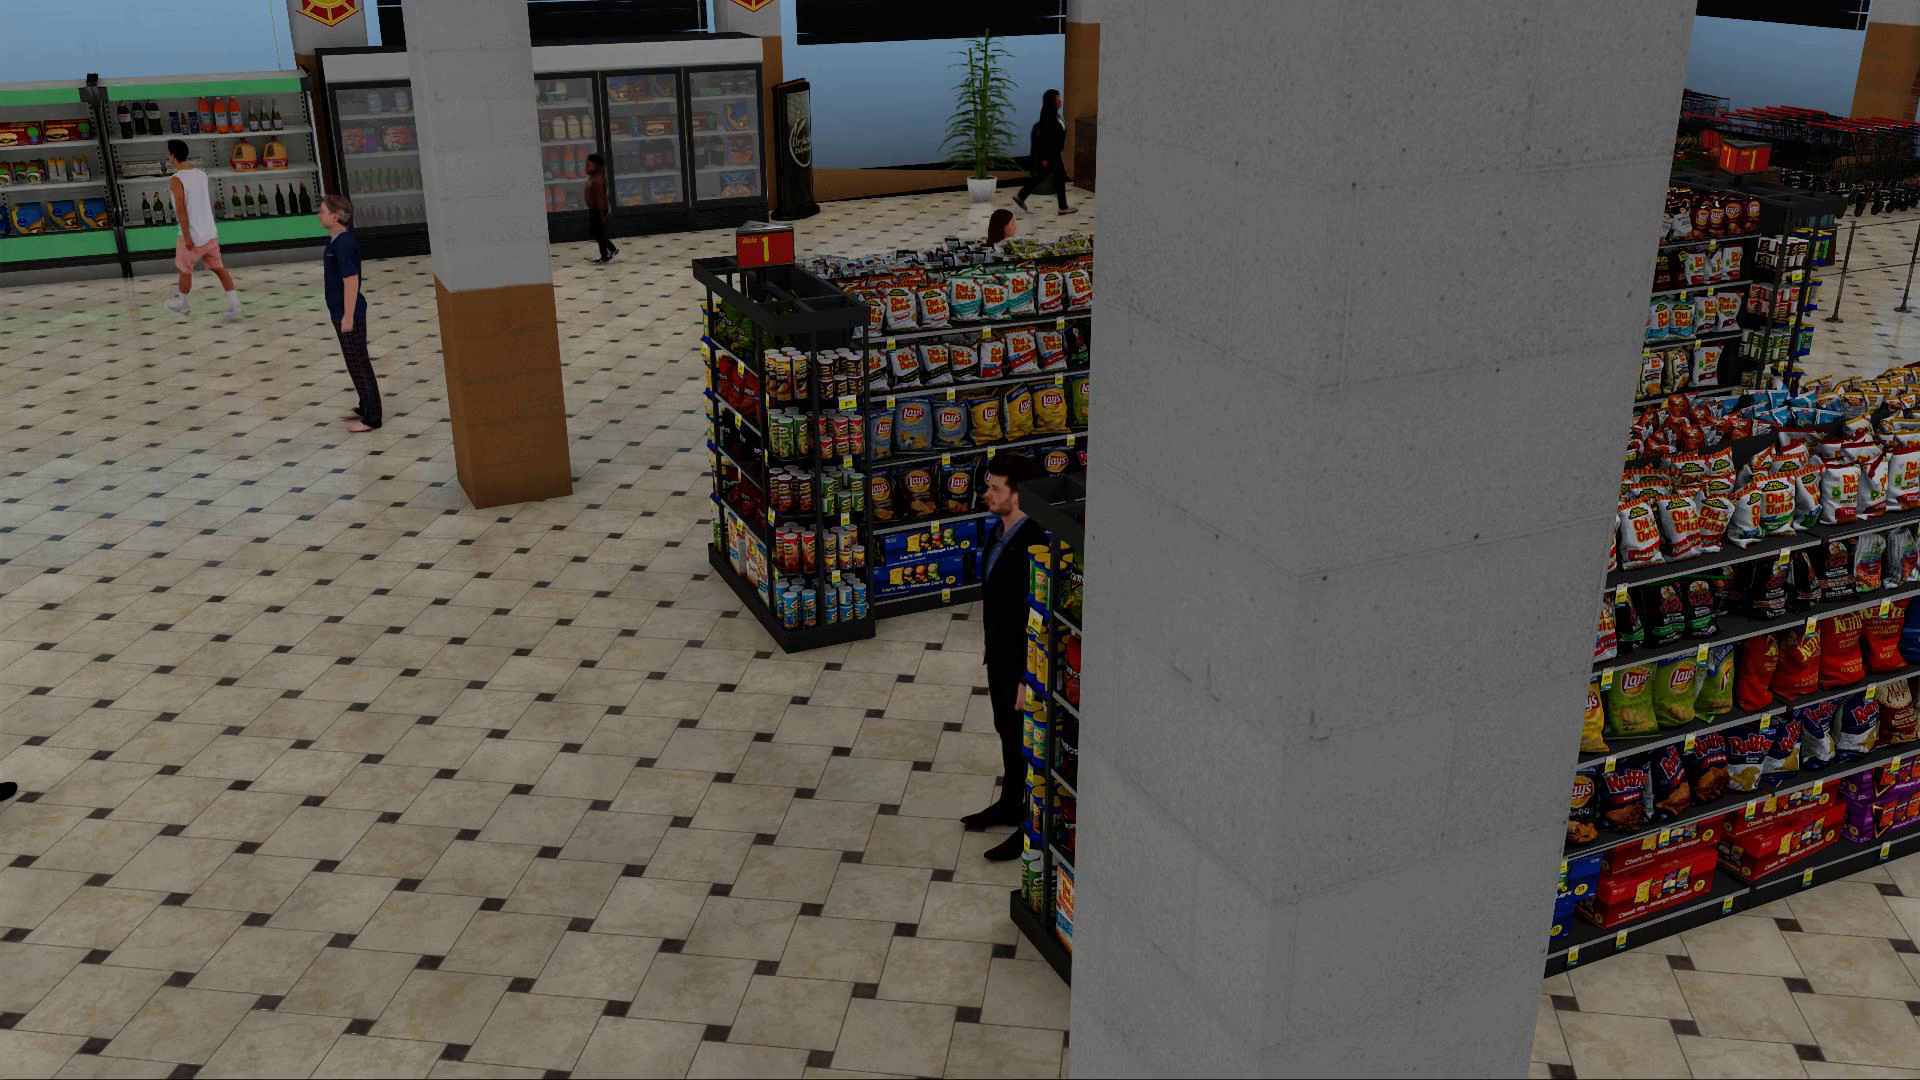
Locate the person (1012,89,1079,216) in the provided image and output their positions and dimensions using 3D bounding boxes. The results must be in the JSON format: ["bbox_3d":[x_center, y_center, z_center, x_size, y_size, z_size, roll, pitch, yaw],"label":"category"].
[{"bbox_3d":[1.076,-4.998,21.530,1.178,1.589,0.915,-1,22,-2],"label":"person"}]

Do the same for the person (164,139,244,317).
[{"bbox_3d":[-7.443,-3.008,16.380,1.180,1.737,1.136,9,23,20],"label":"person"}]

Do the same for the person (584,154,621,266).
[{"bbox_3d":[-4.045,-3.745,18.870,0.577,1.249,0.537,-8,23,-19],"label":"person"}]

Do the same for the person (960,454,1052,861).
[{"bbox_3d":[0.256,0.509,7.417,0.623,1.894,0.703,-8,23,-18],"label":"person"}]

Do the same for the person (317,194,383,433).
[{"bbox_3d":[-4.856,-1.809,13.217,0.522,1.871,0.641,-10,24,-23],"label":"person"}]
